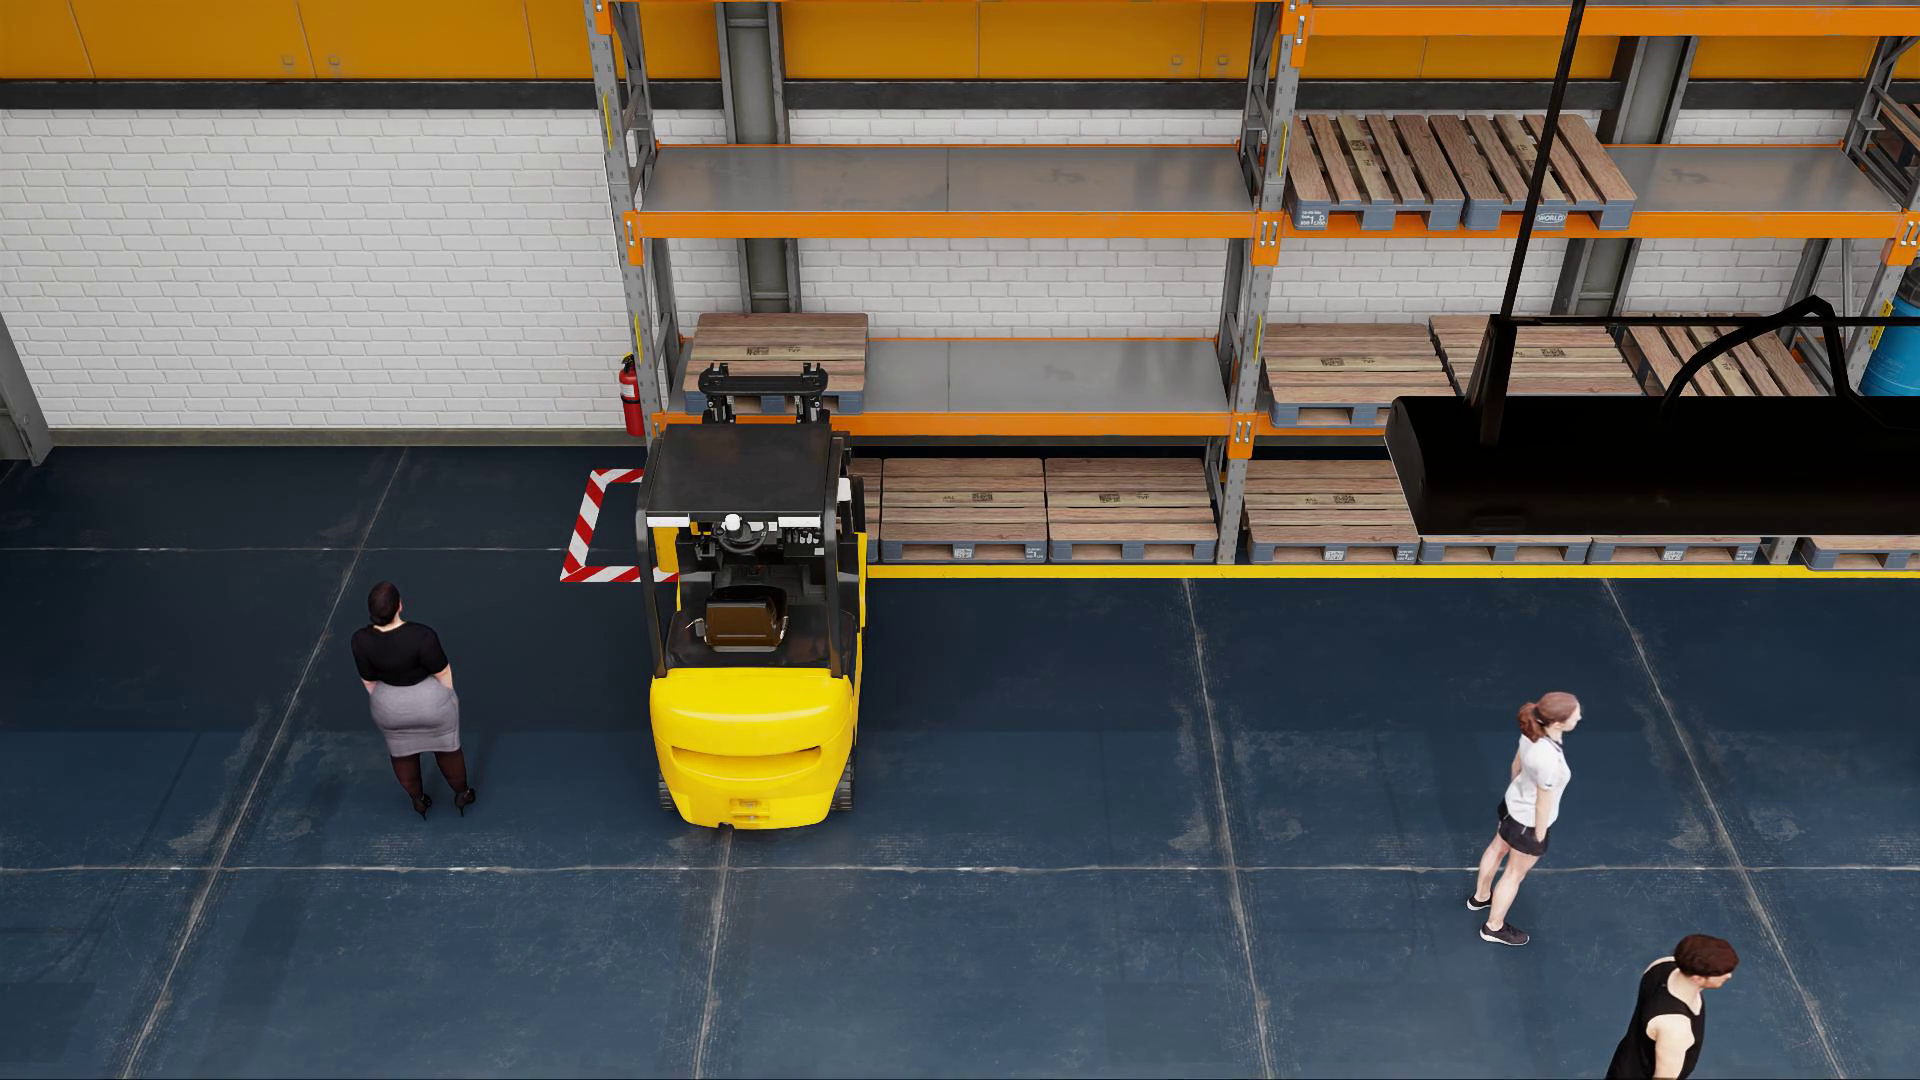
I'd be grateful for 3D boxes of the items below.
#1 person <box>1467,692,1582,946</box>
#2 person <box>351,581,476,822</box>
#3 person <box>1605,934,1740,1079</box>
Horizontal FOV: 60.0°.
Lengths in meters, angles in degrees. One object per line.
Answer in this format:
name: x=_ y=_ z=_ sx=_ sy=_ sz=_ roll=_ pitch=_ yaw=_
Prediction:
person: x=3.046 y=1.481 z=8.979 sx=0.539 sy=1.752 sz=0.555 roll=0 pitch=39 yaw=-1
person: x=-3.164 y=0.952 z=9.635 sx=0.572 sy=1.760 sz=0.739 roll=-3 pitch=39 yaw=-4
person: x=3.168 y=2.447 z=7.658 sx=0.660 sy=1.891 sz=0.730 roll=9 pitch=39 yaw=10
